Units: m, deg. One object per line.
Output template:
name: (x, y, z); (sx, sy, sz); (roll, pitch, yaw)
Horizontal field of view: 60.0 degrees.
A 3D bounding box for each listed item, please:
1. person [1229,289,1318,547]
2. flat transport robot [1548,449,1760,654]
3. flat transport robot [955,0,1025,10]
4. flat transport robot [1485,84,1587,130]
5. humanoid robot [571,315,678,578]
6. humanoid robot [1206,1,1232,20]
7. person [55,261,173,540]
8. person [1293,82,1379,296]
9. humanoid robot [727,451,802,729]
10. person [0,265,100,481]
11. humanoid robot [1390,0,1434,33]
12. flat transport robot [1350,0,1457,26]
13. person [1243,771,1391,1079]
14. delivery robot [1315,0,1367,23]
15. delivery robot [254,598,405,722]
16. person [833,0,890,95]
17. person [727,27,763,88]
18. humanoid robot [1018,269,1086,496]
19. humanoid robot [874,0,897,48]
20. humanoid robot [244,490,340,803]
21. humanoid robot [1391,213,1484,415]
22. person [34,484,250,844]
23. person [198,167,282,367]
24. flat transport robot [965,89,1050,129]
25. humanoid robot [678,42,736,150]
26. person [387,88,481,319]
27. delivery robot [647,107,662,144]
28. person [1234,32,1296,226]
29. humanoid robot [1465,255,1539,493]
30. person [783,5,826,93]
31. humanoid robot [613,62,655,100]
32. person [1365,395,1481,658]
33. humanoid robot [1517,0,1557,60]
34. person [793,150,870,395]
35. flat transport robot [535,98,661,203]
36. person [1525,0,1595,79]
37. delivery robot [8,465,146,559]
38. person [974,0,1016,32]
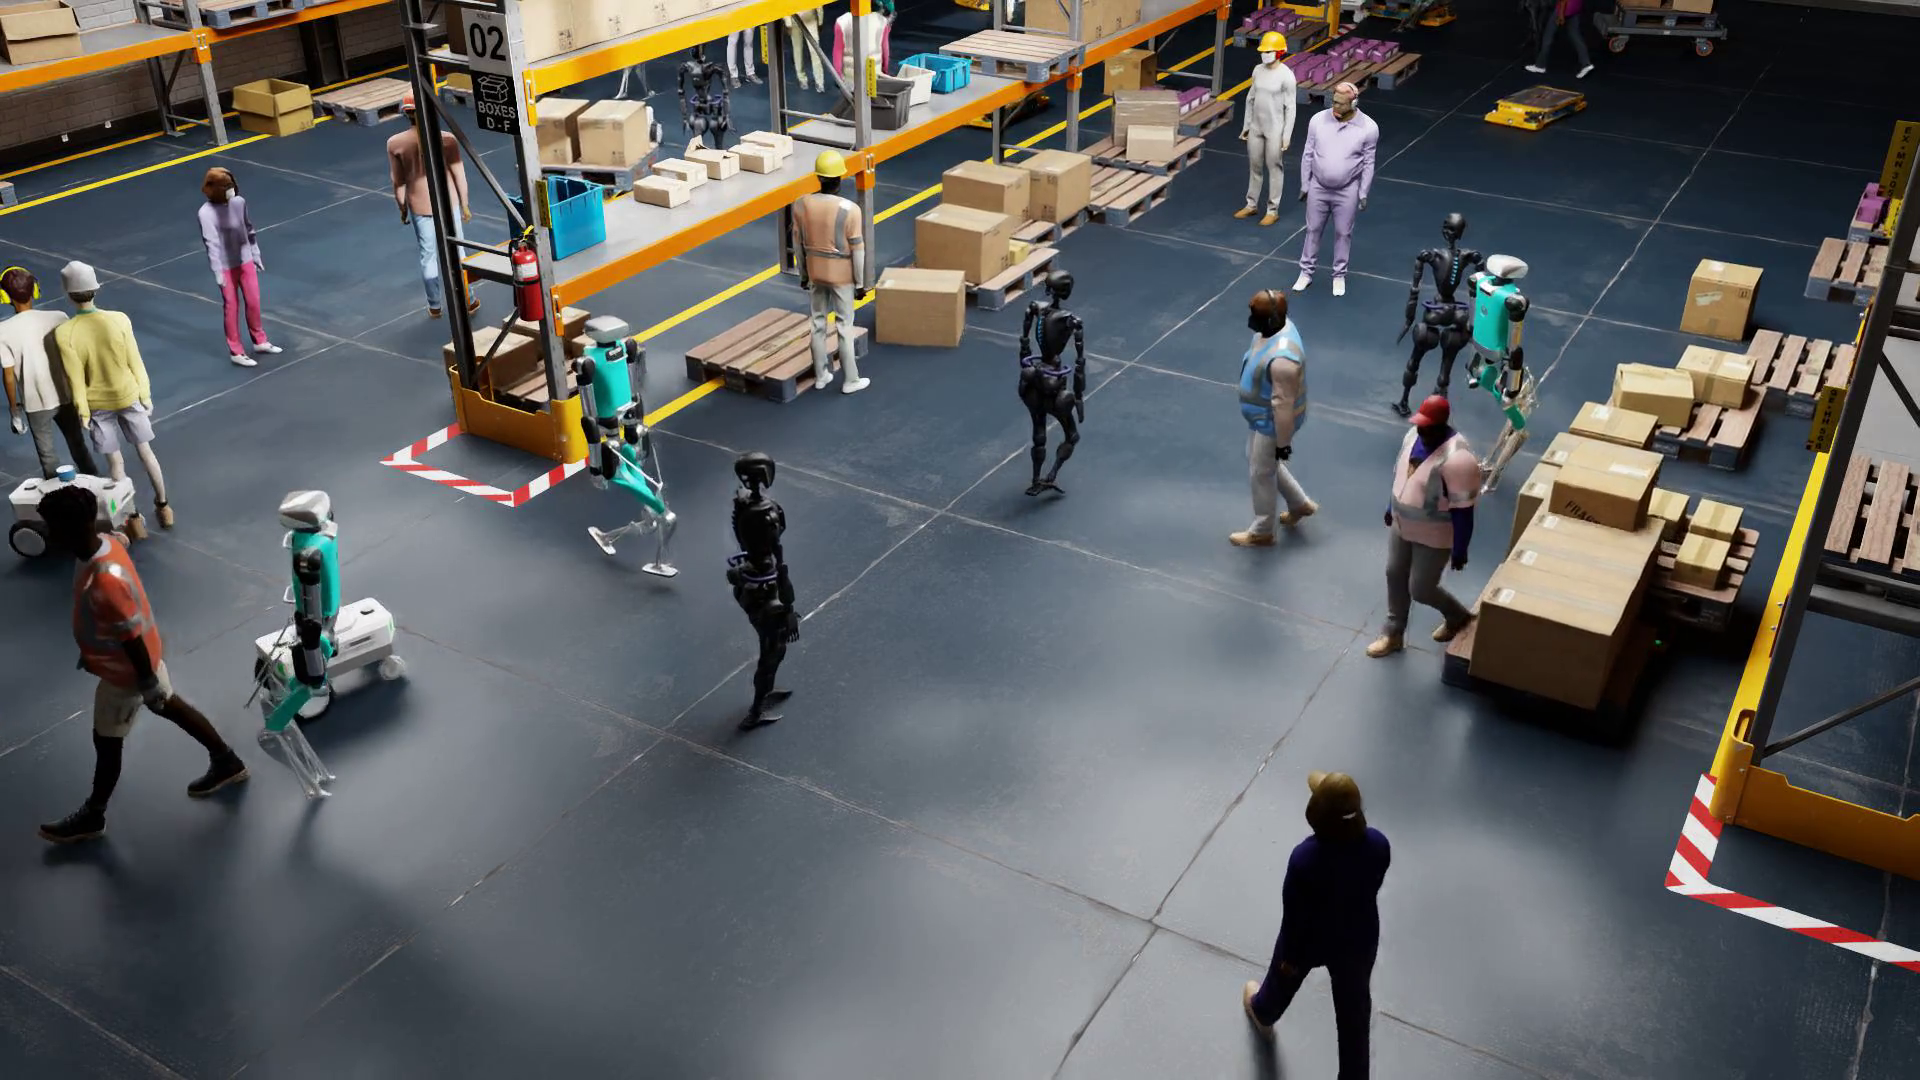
person: (2.076, -0.775, 10.746); (0.581, 1.814, 0.643); (1, 29, 2)
flat transport robot: (4.278, 0.239, 10.518); (0.659, 0.231, 1.431); (17, 34, 27)
flat transport robot: (0.683, -8.515, 26.005); (1.431, 0.231, 0.659); (-22, 36, -34)
flat transport robot: (7.039, -5.278, 20.278); (0.659, 0.231, 1.431); (24, 37, 36)
humanoid robot: (-2.013, -0.523, 10.374); (1.030, 1.735, 0.566); (14, 32, 23)
humanoid robot: (3.905, -8.635, 24.736); (0.532, 1.806, 0.697); (26, 39, 38)
person: (-5.557, -0.907, 10.915); (0.494, 1.892, 0.407); (-24, 37, -36)
person: (3.326, -3.113, 14.793); (0.635, 1.903, 0.407); (11, 31, 18)
humanoid robot: (-1.053, 0.265, 9.045); (0.483, 1.642, 0.586); (-17, 34, -27)
person: (-5.983, -0.895, 10.919); (0.348, 1.856, 0.522); (22, 36, 33)
humanoid robot: (6.586, -8.161, 23.837); (0.544, 1.753, 0.678); (-24, 37, -36)
flat transport robot: (6.677, -7.957, 25.018); (1.431, 0.231, 0.659); (21, 36, 32)
person: (1.491, 1.600, 6.777); (0.452, 1.574, 0.861); (-5, 30, -9)
delivery robot: (5.719, -8.065, 24.938); (0.815, 0.614, 0.499); (12, 32, 21)
delivery robot: (-3.620, 0.626, 9.524); (0.768, 0.576, 0.499); (-24, 37, -36)
person: (-1.113, -5.294, 18.779); (0.670, 1.779, 0.956); (-8, 31, -14)
person: (-2.817, -6.817, 21.300); (0.488, 1.946, 0.429); (-20, 35, -31)
humanoid robot: (0.595, -1.063, 11.398); (0.607, 1.645, 0.345); (25, 38, 36)
humanoid robot: (-1.116, -7.718, 23.056); (0.712, 1.747, 0.530); (-25, 38, -37)
humanoid robot: (-3.400, 0.596, 8.423); (0.717, 1.805, 0.541); (-6, 30, -10)
humanoid robot: (3.577, -1.635, 12.419); (0.611, 1.630, 0.599); (-2, 30, -4)
person: (-4.199, 0.588, 8.235); (1.016, 1.911, 0.607); (-14, 32, -23)
person: (-5.875, -2.221, 13.489); (0.264, 1.628, 0.500); (12, 31, 20)
flat transport robot: (0.481, -5.327, 20.364); (0.659, 0.231, 1.431); (17, 33, 27)
humanoid robot: (-2.632, -4.417, 17.337); (0.602, 1.643, 0.529); (6, 30, 10)
person: (-4.517, -2.877, 14.288); (0.608, 1.987, 0.387); (-5, 30, -8)
delivery robot: (-3.742, -4.705, 18.990); (0.499, 0.611, 0.815); (4, 30, 8)
person: (3.046, -4.081, 16.509); (0.373, 1.893, 0.584); (-25, 38, -37)
humanoid robot: (3.811, -1.142, 11.460); (0.773, 1.775, 0.546); (-11, 31, -19)
person: (-1.956, -6.497, 20.967); (0.562, 1.708, 0.822); (-8, 31, -14)
humanoid robot: (-4.144, -6.308, 20.707); (0.550, 1.876, 0.822); (24, 37, 36)
person: (2.713, -0.076, 9.592); (0.583, 1.730, 0.667); (-13, 32, -21)
humanoid robot: (7.899, -7.394, 22.653); (0.606, 1.665, 0.590); (-5, 30, -9)
person: (-0.997, -2.066, 12.914); (0.587, 1.927, 0.382); (13, 32, 21)
flat transport robot: (-3.891, -3.782, 17.632); (0.659, 0.231, 1.431); (5, 30, 8)
person: (7.955, -6.930, 21.638); (0.517, 1.807, 0.924); (-20, 35, -31)
delivery robot: (-5.859, -0.222, 11.014); (0.739, 0.566, 0.499); (-1, 29, -1)
person: (0.407, -6.981, 21.806); (0.750, 1.725, 0.764); (-9, 31, -15)
